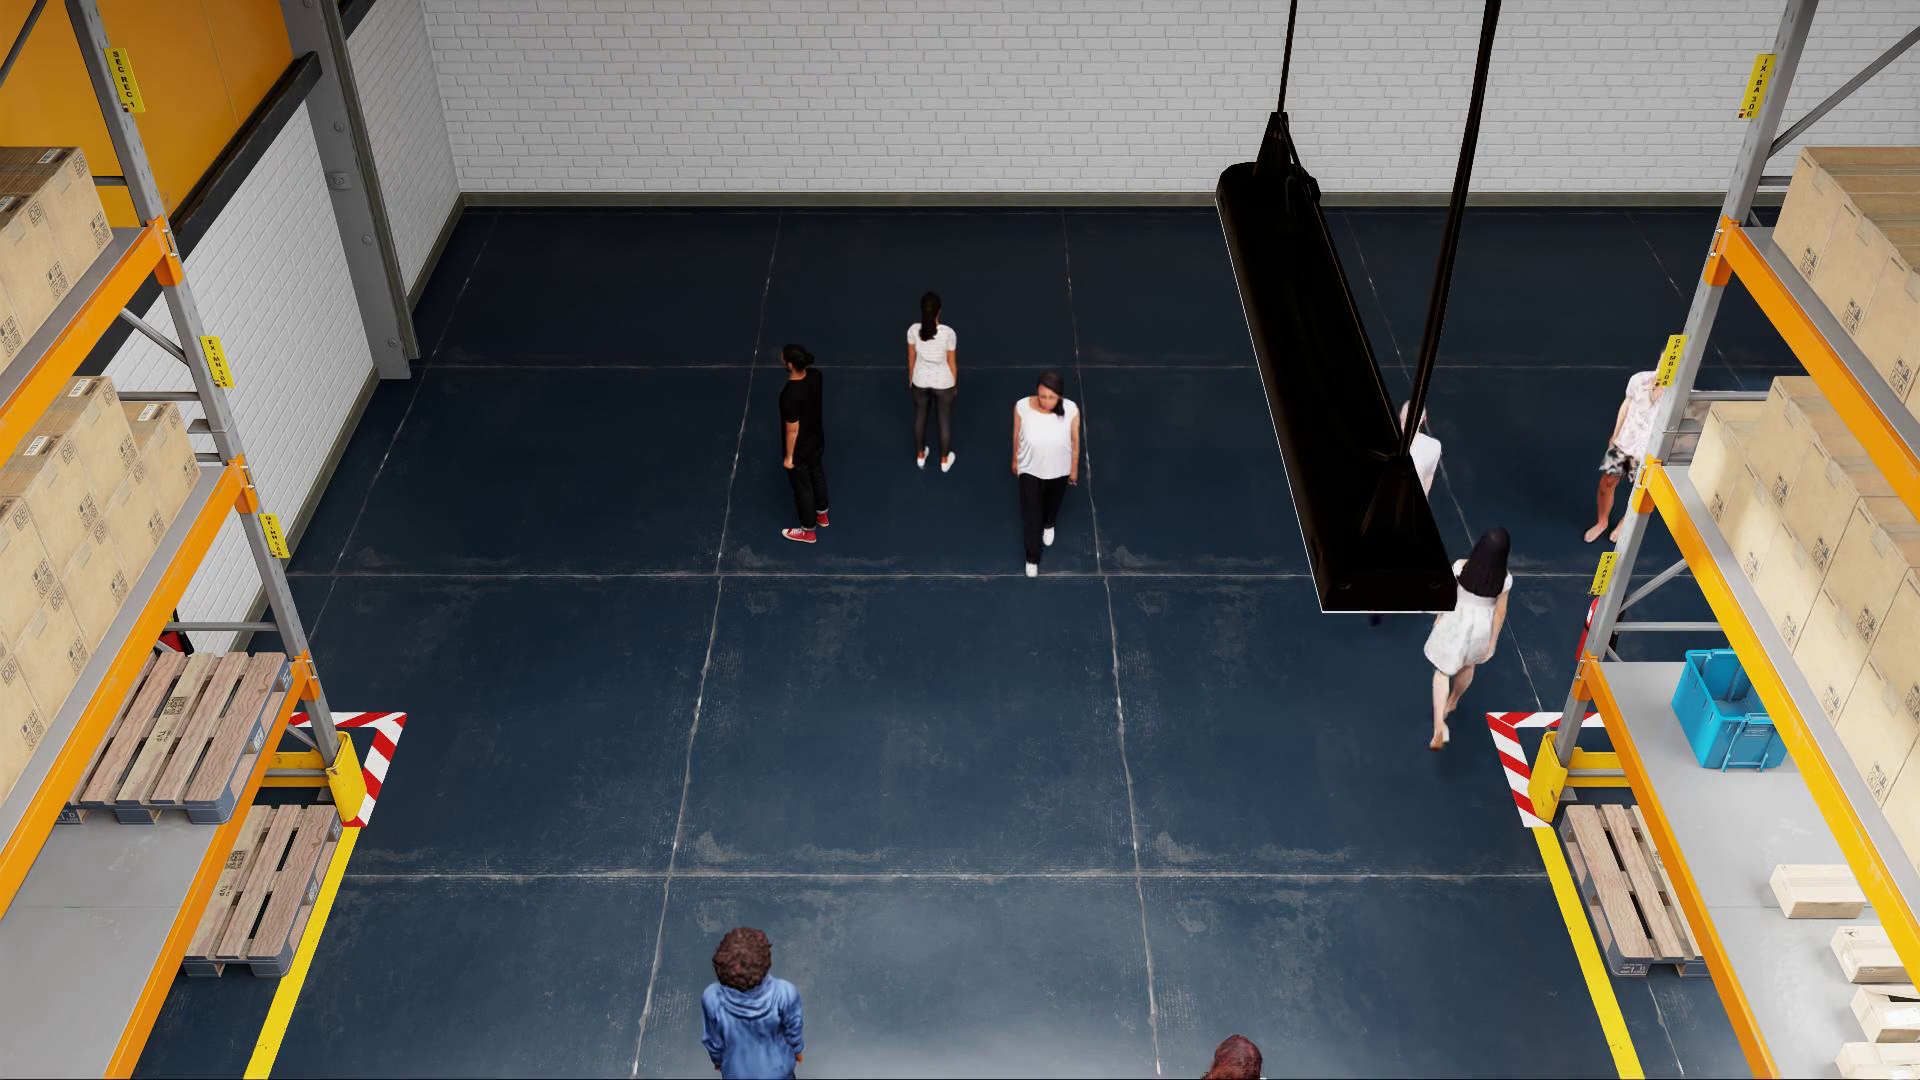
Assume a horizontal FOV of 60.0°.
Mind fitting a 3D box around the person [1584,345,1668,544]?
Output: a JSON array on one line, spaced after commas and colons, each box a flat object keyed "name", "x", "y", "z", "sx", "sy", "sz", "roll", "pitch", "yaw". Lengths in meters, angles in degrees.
[{"name": "person", "x": 5.307, "y": -0.773, "z": 12.850, "sx": 0.839, "sy": 1.802, "sz": 0.883, "roll": 27, "pitch": 46, "yaw": 30}]

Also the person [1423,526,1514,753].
[{"name": "person", "x": 3.354, "y": 0.676, "z": 11.074, "sx": 0.834, "sy": 1.752, "sz": 1.112, "roll": 12, "pitch": 40, "yaw": 15}]

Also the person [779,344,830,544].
[{"name": "person", "x": -1.208, "y": -0.760, "z": 12.870, "sx": 0.766, "sy": 1.757, "sz": 0.636, "roll": 16, "pitch": 41, "yaw": 19}]

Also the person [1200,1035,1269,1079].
[{"name": "person", "x": 1.287, "y": 3.105, "z": 8.047, "sx": 0.809, "sy": 1.734, "sz": 1.181, "roll": -9, "pitch": 39, "yaw": -11}]

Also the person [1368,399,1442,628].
[{"name": "person", "x": 3.161, "y": -0.199, "z": 12.124, "sx": 0.683, "sy": 1.809, "sz": 1.098, "roll": 2, "pitch": 39, "yaw": 2}]

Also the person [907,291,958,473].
[{"name": "person", "x": -0.211, "y": -1.289, "z": 13.623, "sx": 0.614, "sy": 1.643, "sz": 0.600, "roll": 9, "pitch": 39, "yaw": 11}]

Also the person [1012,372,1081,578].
[{"name": "person", "x": 0.664, "y": -0.599, "z": 12.751, "sx": 0.657, "sy": 1.652, "sz": 1.021, "roll": 0, "pitch": 39, "yaw": 0}]

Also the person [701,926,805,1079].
[{"name": "person", "x": -1.047, "y": 2.645, "z": 8.563, "sx": 0.680, "sy": 1.810, "sz": 0.565, "roll": -3, "pitch": 39, "yaw": -4}]
